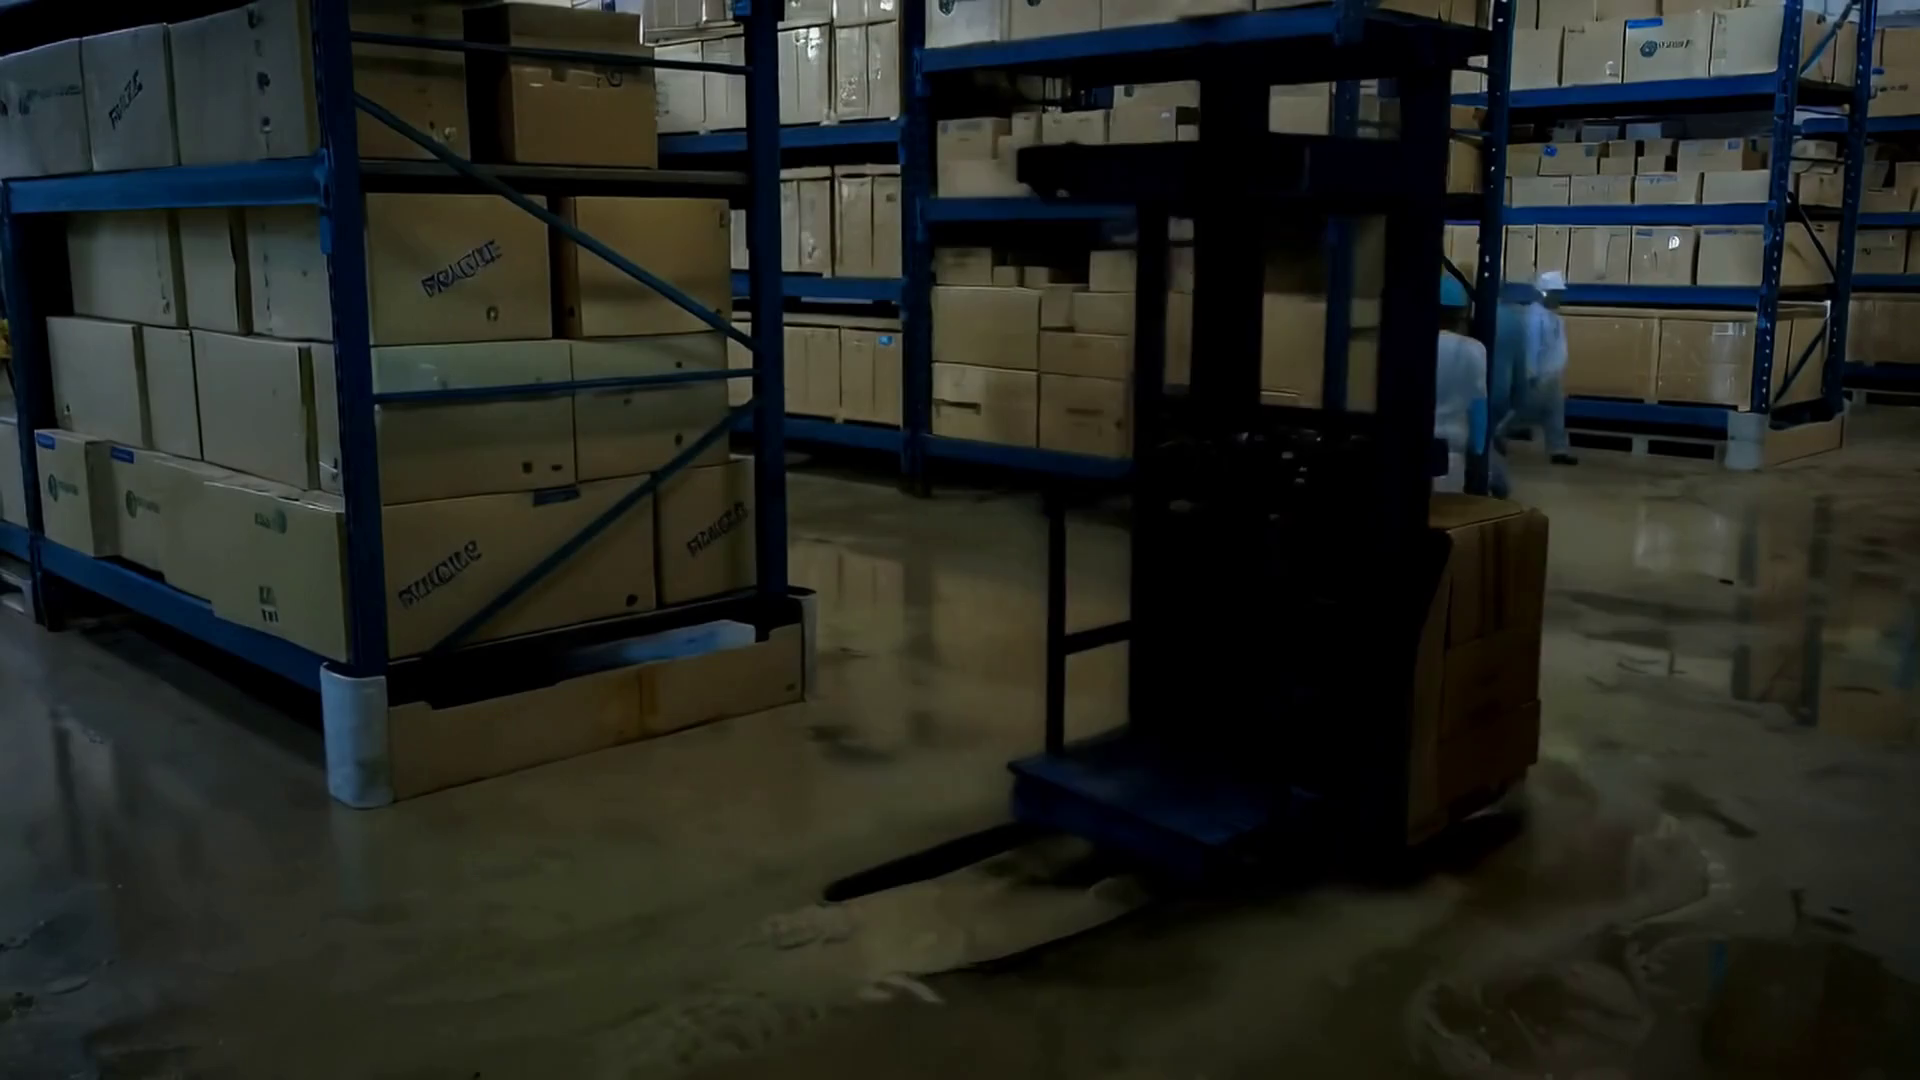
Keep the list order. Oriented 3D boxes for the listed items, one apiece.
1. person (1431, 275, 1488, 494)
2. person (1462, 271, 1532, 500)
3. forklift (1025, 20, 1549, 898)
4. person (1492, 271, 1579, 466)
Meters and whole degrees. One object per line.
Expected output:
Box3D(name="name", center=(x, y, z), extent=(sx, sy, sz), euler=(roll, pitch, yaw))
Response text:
Box3D(name="person", center=(2.780, -0.591, 9.760), extent=(0.552, 1.912, 0.879), euler=(7, 12, 33))
Box3D(name="person", center=(4.209, -1.211, 13.236), extent=(0.638, 1.865, 0.963), euler=(-3, 11, -17))
Box3D(name="forklift", center=(1.291, -0.406, 6.066), extent=(1.873, 2.768, 1.129), euler=(-10, 14, -44))
Box3D(name="person", center=(5.390, -1.609, 15.545), extent=(0.813, 1.807, 0.596), euler=(10, 14, 43))
